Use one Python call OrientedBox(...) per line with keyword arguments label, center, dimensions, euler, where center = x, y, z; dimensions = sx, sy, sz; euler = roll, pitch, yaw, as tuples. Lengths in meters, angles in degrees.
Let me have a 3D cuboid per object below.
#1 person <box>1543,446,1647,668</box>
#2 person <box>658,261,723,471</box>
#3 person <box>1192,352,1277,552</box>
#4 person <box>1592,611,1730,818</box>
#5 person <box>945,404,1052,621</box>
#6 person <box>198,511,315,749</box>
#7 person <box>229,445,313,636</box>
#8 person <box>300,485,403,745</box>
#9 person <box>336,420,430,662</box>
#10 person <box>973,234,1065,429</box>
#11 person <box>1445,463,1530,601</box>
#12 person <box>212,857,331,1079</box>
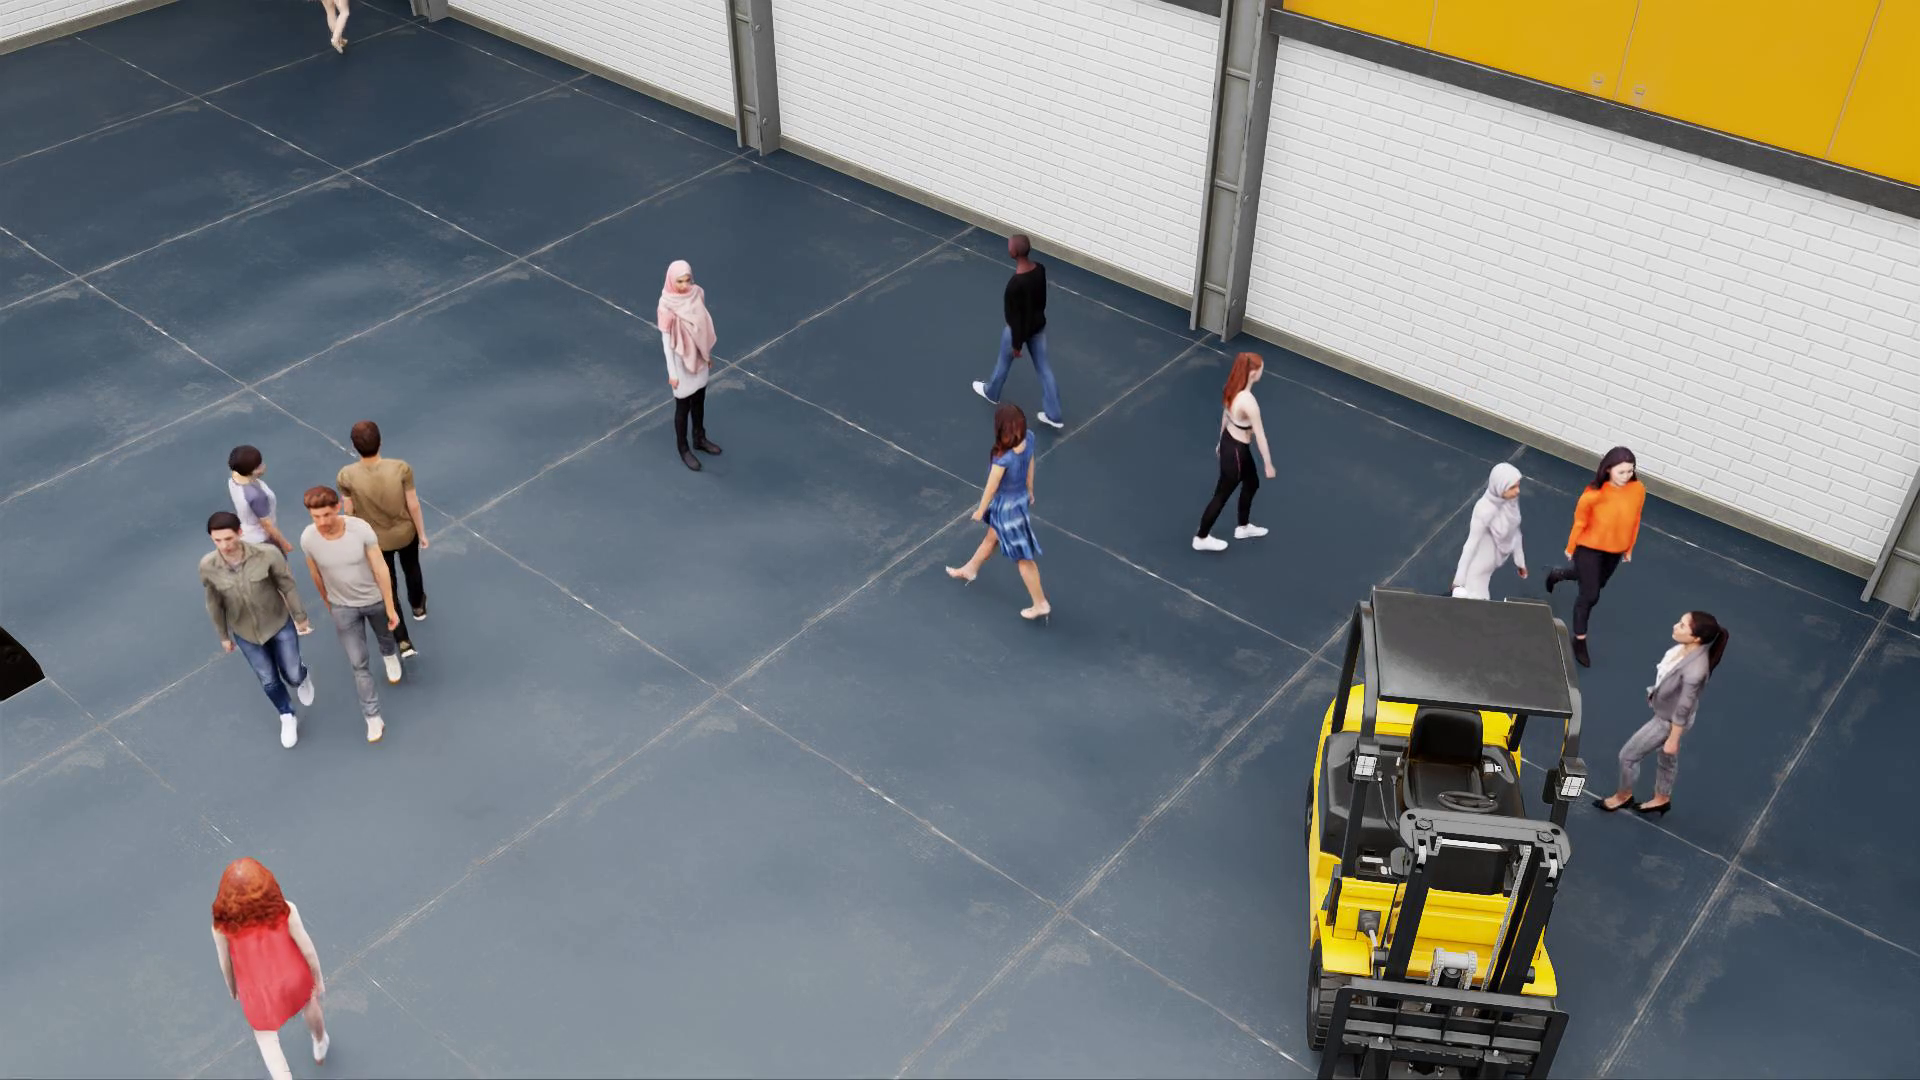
OrientedBox(label="person", center=(4.389, 0.023, 11.561), dimensions=(0.993, 1.723, 1.133), euler=(-9, 39, -11))
OrientedBox(label="person", center=(-2.177, -1.416, 13.300), dimensions=(0.584, 1.803, 0.628), euler=(25, 45, 28))
OrientedBox(label="person", center=(1.943, -0.612, 12.356), dimensions=(0.958, 1.725, 0.905), euler=(-3, 39, -4))
OrientedBox(label="person", center=(4.450, 1.129, 10.228), dimensions=(0.784, 1.659, 0.739), euler=(15, 41, 18))
OrientedBox(label="person", center=(0.429, -0.132, 11.731), dimensions=(1.190, 1.754, 0.830), euler=(16, 41, 19))
OrientedBox(label="person", center=(-4.539, 0.503, 10.860), dimensions=(0.926, 1.848, 0.989), euler=(-10, 40, -12))
OrientedBox(label="person", center=(-5.002, -0.049, 11.790), dimensions=(0.524, 1.550, 0.850), euler=(22, 43, 25))
OrientedBox(label="person", center=(-3.986, 0.342, 11.069), dimensions=(1.086, 1.839, 1.297), euler=(-11, 40, -13))
OrientedBox(label="person", center=(-3.940, 0.021, 11.483), dimensions=(1.077, 1.824, 1.270), euler=(-11, 40, -14))
OrientedBox(label="person", center=(0.621, -1.687, 13.723), dimensions=(0.683, 1.699, 1.184), euler=(-31, 48, -33))
OrientedBox(label="person", center=(3.479, 0.164, 11.375), dimensions=(1.096, 1.736, 0.686), euler=(31, 48, 32))
OrientedBox(label="person", center=(-3.528, 2.354, 8.578), dimensions=(0.852, 1.804, 1.128), euler=(-18, 42, -21))
